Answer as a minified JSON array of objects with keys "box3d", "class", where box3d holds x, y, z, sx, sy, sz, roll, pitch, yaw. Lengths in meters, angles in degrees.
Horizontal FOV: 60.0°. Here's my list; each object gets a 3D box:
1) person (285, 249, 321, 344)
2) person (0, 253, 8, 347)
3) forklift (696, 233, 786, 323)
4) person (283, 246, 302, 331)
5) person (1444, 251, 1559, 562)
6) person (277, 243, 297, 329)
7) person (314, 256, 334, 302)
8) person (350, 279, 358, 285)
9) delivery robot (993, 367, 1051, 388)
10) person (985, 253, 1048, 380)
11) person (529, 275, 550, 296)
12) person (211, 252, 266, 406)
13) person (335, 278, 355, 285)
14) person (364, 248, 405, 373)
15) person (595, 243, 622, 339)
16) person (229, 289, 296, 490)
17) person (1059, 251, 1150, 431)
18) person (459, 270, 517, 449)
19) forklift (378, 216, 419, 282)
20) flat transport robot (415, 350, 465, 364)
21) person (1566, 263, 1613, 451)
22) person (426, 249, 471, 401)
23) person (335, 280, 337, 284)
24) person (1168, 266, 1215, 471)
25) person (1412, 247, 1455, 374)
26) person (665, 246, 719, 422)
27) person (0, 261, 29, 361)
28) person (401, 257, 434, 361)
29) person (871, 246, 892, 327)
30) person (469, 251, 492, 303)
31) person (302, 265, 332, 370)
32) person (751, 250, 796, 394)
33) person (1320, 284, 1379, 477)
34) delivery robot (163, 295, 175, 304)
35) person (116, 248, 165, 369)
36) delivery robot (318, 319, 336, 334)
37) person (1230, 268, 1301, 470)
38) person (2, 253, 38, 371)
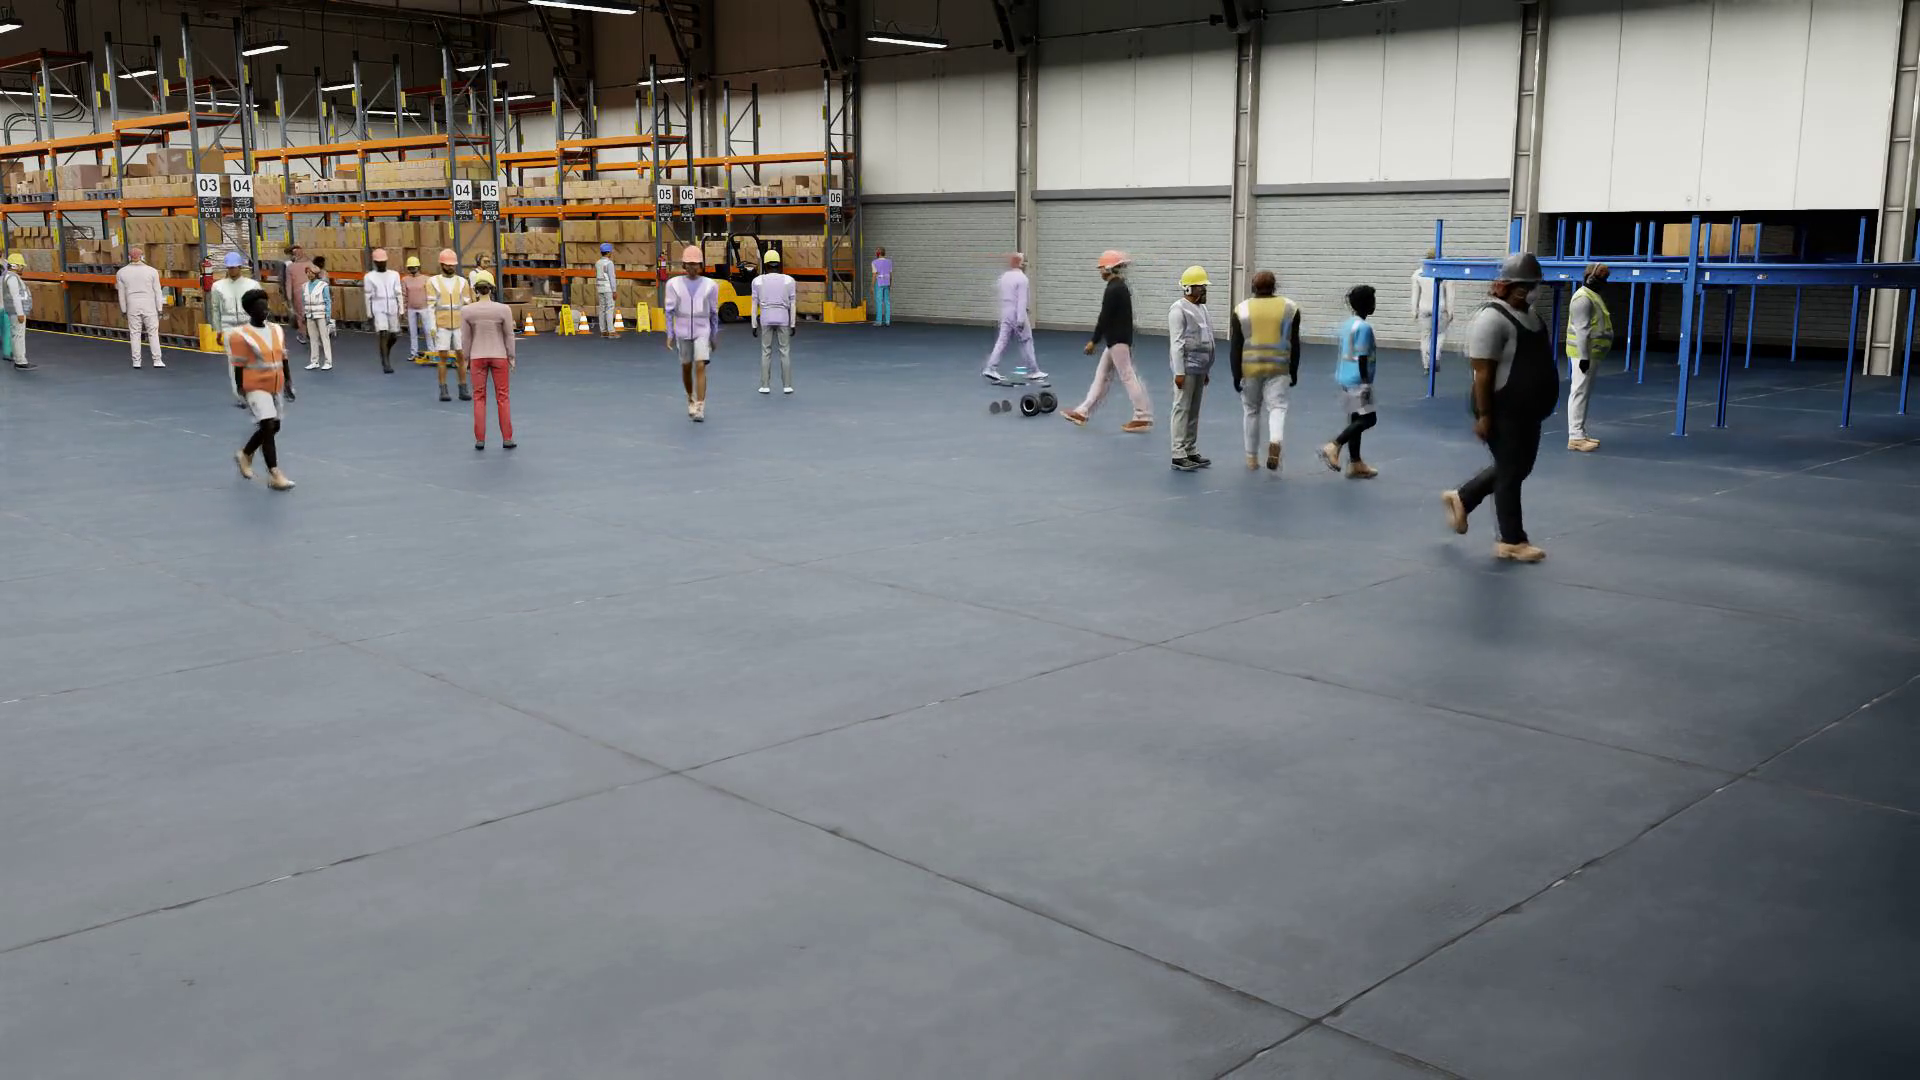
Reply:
[{"box3d":[-12.625,-4.669,32.029,0.677,1.833,1.025,-5,12,-27],"class":"person"},{"box3d":[-18.209,-4.593,31.515,0.639,1.879,1.027,-7,13,-34],"class":"person"},{"box3d":[-5.496,-6.489,41.108,2.313,2.155,1.214,-10,14,-44],"class":"forklift"},{"box3d":[-14.139,-5.343,35.620,0.716,1.919,0.606,9,14,40],"class":"person"},{"box3d":[3.586,-0.902,11.061,0.694,2.000,0.788,-10,14,-43],"class":"person"},{"box3d":[-15.218,-5.774,37.831,0.441,1.921,0.658,9,14,40],"class":"person"},{"box3d":[-13.505,-5.172,35.249,0.778,1.654,0.544,4,11,22],"class":"person"},{"box3d":[-18.201,-7.878,49.410,0.554,1.899,0.939,10,14,44],"class":"person"},{"box3d":[0.739,-1.949,19.860,0.698,0.223,0.335,6,12,30],"class":"delivery robot"},{"box3d":[0.804,-3.271,24.378,0.995,1.863,0.679,-6,12,-30],"class":"person"},{"box3d":[-11.571,-7.135,45.613,0.789,1.808,0.645,10,14,43],"class":"person"},{"box3d":[-9.106,-2.687,21.046,0.615,1.910,0.956,-4,11,-19],"class":"person"},{"box3d":[-16.416,-6.935,44.290,0.622,1.870,0.445,-10,14,-42],"class":"person"},{"box3d":[-8.966,-3.579,25.891,0.560,1.916,0.716,-8,13,-36],"class":"person"},{"box3d":[-7.291,-5.151,34.362,0.605,1.951,0.384,10,15,44],"class":"person"},{"box3d":[-5.932,-1.283,14.018,0.745,1.673,0.528,4,11,22],"class":"person"},{"box3d":[1.595,-2.156,18.044,1.035,1.930,0.608,2,11,13],"class":"person"},{"box3d":[-4.681,-1.788,16.533,0.523,1.767,0.313,-2,11,-9],"class":"person"},{"box3d":[-17.868,-9.201,54.028,1.873,2.768,1.129,-10,14,-44],"class":"forklift"},{"box3d":[-8.210,-2.976,27.202,1.431,0.197,0.652,8,13,37],"class":"flat transport robot"},{"box3d":[6.253,-1.824,16.539,0.429,1.838,0.621,5,12,27],"class":"person"},{"box3d":[-6.552,-2.769,21.411,0.550,1.934,0.378,-6,12,-29],"class":"person"},{"box3d":[-17.819,-7.493,46.869,0.609,2.048,0.367,-6,12,-29],"class":"person"},{"box3d":[2.115,-1.568,15.143,0.403,1.834,0.587,6,12,31],"class":"person"},{"box3d":[7.230,-3.498,25.404,0.652,1.928,0.434,6,12,31],"class":"person"},{"box3d":[-3.091,-2.402,19.264,0.607,2.004,1.030,-1,10,-6],"class":"person"},{"box3d":[-16.123,-3.883,28.099,0.629,1.700,0.919,-3,11,-17],"class":"person"},{"box3d":[-9.167,-3.901,28.099,0.540,1.754,0.376,0,10,1],"class":"person"},{"box3d":[-1.817,-5.897,38.703,0.565,1.850,0.390,-9,14,-39],"class":"person"},{"box3d":[-7.772,-3.769,27.114,0.345,1.846,0.508,3,11,14],"class":"person"},{"box3d":[-10.155,-3.509,26.259,0.525,1.639,0.307,4,11,19],"class":"person"},{"box3d":[-2.514,-2.941,22.435,0.602,1.914,0.420,-1,10,-6],"class":"person"},{"box3d":[3.442,-1.383,14.510,0.448,1.686,0.548,0,10,2],"class":"person"},{"box3d":[-21.671,-6.576,45.803,0.477,0.478,0.707,9,14,42],"class":"delivery robot"},{"box3d":[-13.077,-3.701,26.584,0.641,1.905,0.410,-3,11,-17],"class":"person"},{"box3d":[-13.087,-4.430,34.101,0.477,0.478,0.707,-9,14,-40],"class":"delivery robot"},{"box3d":[2.742,-1.522,14.947,0.630,1.823,0.778,1,10,8],"class":"person"},{"box3d":[-14.850,-3.597,26.236,0.403,1.823,0.588,-8,13,-36],"class":"person"}]
